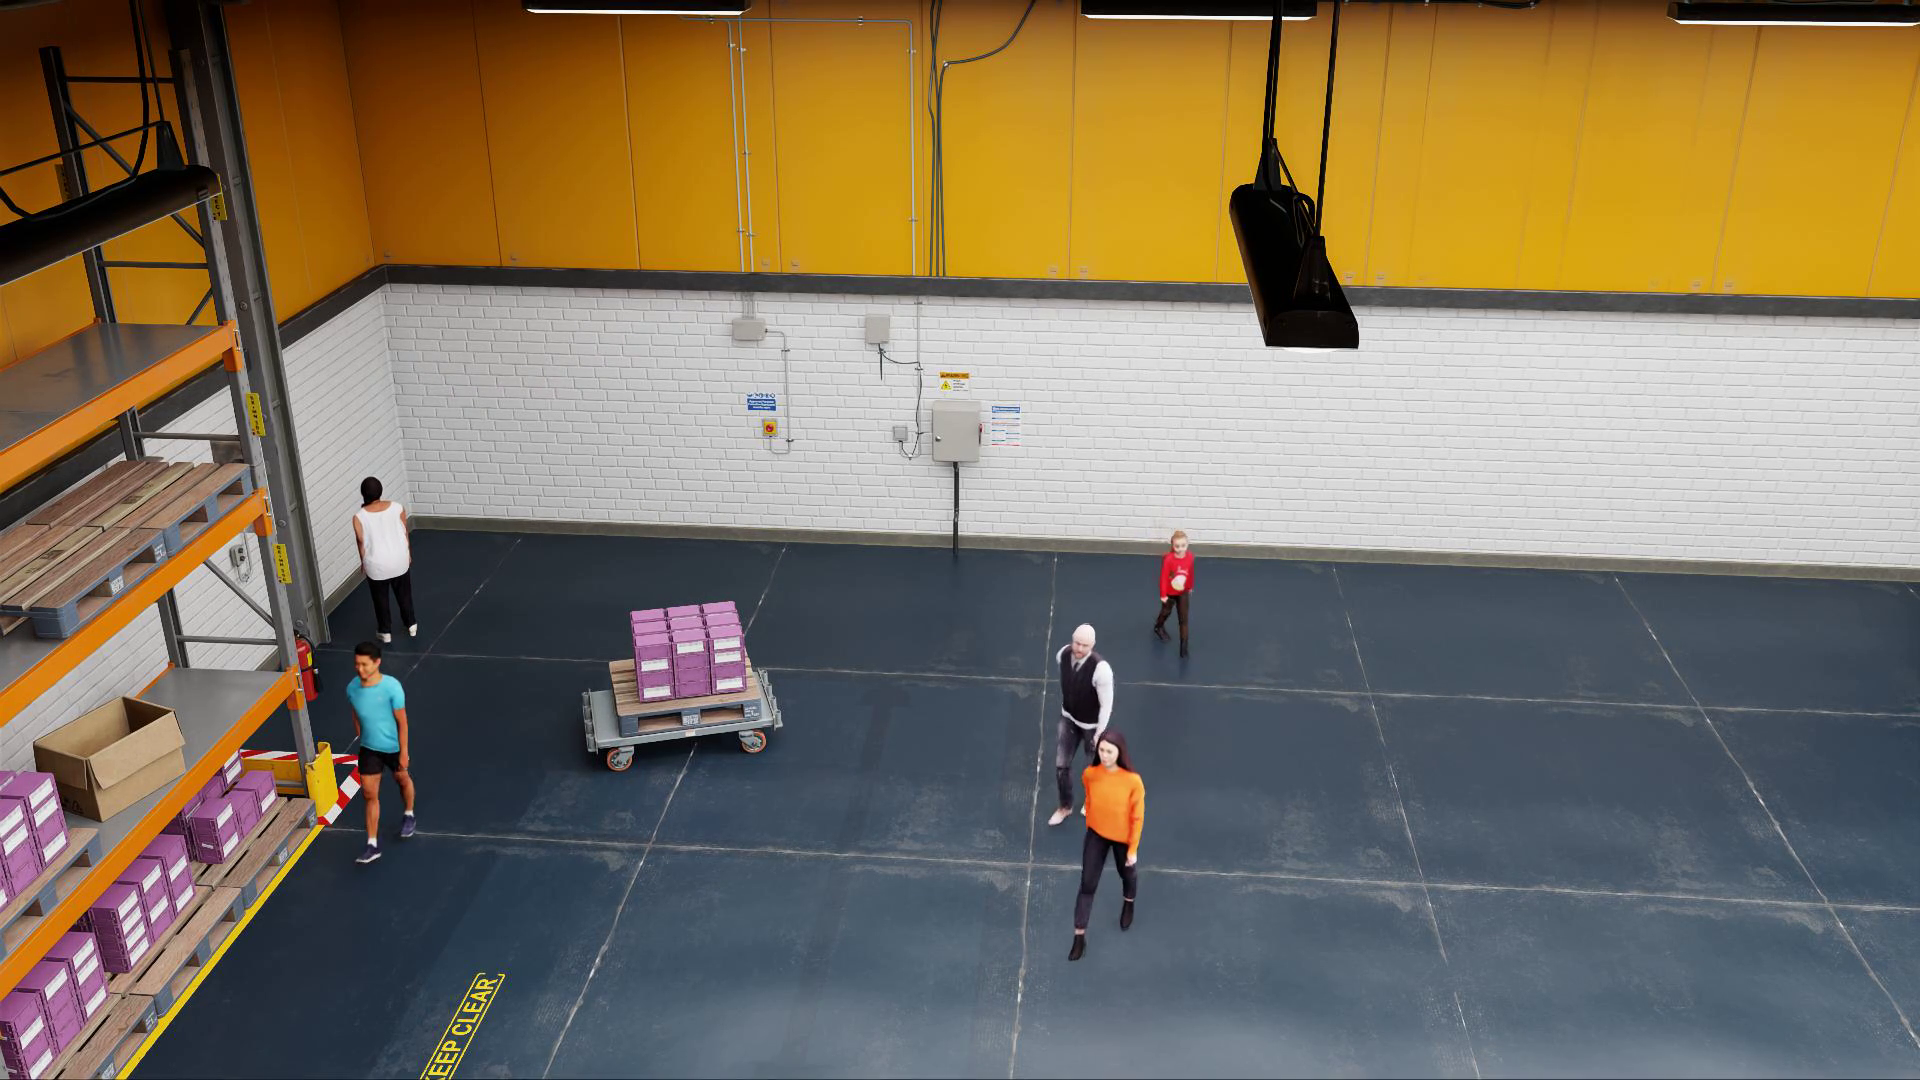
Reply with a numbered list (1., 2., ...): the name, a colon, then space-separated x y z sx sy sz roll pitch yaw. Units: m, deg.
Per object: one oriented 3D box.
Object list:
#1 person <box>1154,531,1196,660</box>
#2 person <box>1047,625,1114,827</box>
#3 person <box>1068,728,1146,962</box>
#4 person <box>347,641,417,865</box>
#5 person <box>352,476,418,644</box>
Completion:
1. person: 2.053 0.475 15.959 0.735 1.247 0.996 -8 25 -18
2. person: 1.014 1.414 13.141 1.046 1.783 0.954 -21 31 -40
3. person: 1.117 2.074 11.728 0.889 1.706 1.191 10 26 22
4. person: -4.410 1.551 12.873 0.654 1.747 0.994 2 24 5
5. person: -5.578 0.171 16.105 0.764 1.687 0.796 -13 27 -27
